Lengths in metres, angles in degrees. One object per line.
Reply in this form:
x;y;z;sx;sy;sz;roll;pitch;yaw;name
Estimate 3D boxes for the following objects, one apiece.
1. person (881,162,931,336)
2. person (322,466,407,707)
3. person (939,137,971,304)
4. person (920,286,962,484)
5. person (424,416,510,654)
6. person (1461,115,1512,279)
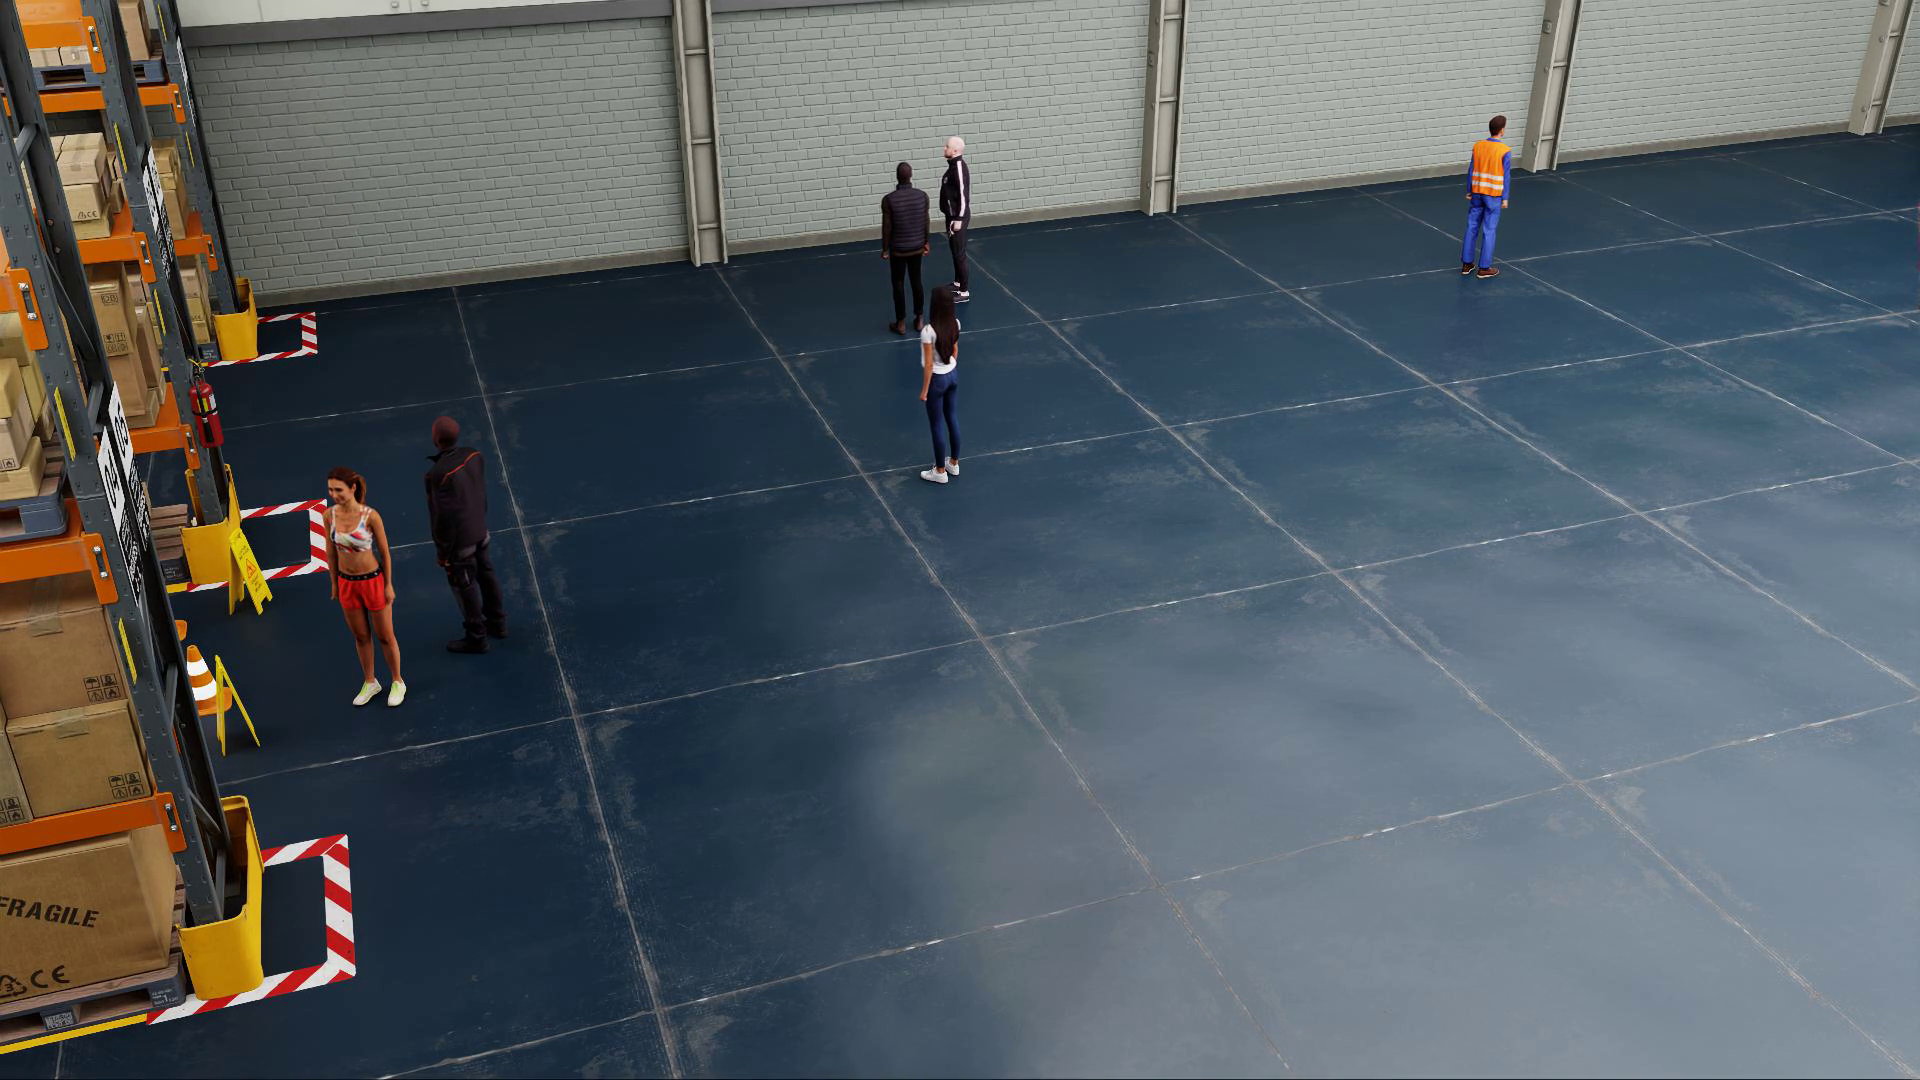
-0.578;-3.098;17.624;0.493;1.835;0.762;-11;30;-20;person
-4.037;0.310;11.273;0.607;1.790;0.723;2;28;4;person
-0.027;-3.579;18.527;0.648;1.837;0.724;-4;28;-7;person
-0.156;-1.353;14.412;0.727;1.775;0.612;21;35;34;person
-3.548;-0.046;11.904;0.834;1.825;0.789;11;30;19;person
6.107;-3.986;19.264;0.751;1.861;0.775;-24;36;-37;person
